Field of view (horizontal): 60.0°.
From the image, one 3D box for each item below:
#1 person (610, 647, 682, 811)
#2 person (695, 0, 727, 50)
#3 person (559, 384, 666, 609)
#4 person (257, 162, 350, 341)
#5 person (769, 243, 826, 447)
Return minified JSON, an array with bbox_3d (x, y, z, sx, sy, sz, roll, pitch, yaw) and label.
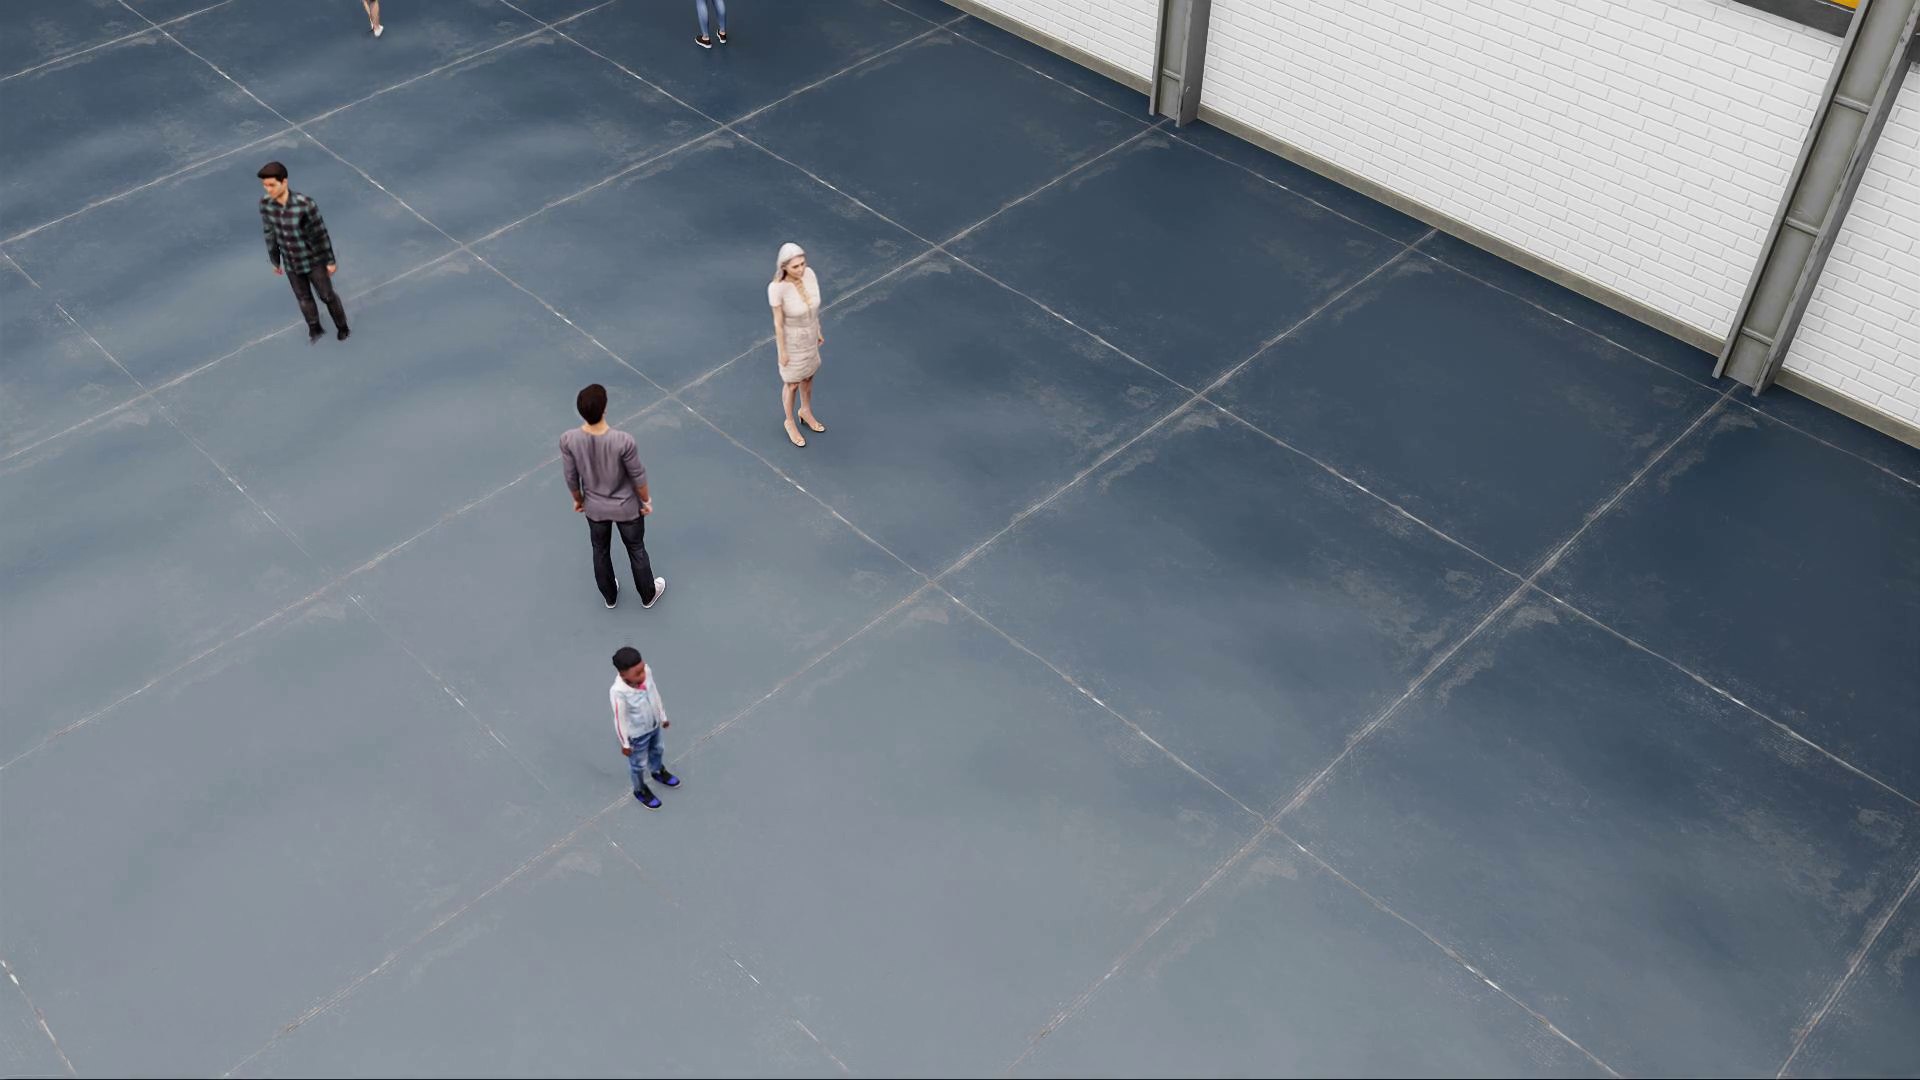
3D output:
[{"bbox_3d":[-1.944,1.092,10.088,0.563,1.257,0.533,24,49,23],"label":"person"},{"bbox_3d":[-2.631,-5.905,17.123,0.678,1.684,0.636,-23,48,-22],"label":"person"},{"bbox_3d":[-2.330,-0.270,11.087,0.723,1.852,0.799,2,44,2],"label":"person"},{"bbox_3d":[-5.300,-2.316,13.441,0.726,1.715,0.801,5,44,5],"label":"person"},{"bbox_3d":[-1.210,-1.472,12.433,0.560,1.735,0.612,30,51,28],"label":"person"}]
